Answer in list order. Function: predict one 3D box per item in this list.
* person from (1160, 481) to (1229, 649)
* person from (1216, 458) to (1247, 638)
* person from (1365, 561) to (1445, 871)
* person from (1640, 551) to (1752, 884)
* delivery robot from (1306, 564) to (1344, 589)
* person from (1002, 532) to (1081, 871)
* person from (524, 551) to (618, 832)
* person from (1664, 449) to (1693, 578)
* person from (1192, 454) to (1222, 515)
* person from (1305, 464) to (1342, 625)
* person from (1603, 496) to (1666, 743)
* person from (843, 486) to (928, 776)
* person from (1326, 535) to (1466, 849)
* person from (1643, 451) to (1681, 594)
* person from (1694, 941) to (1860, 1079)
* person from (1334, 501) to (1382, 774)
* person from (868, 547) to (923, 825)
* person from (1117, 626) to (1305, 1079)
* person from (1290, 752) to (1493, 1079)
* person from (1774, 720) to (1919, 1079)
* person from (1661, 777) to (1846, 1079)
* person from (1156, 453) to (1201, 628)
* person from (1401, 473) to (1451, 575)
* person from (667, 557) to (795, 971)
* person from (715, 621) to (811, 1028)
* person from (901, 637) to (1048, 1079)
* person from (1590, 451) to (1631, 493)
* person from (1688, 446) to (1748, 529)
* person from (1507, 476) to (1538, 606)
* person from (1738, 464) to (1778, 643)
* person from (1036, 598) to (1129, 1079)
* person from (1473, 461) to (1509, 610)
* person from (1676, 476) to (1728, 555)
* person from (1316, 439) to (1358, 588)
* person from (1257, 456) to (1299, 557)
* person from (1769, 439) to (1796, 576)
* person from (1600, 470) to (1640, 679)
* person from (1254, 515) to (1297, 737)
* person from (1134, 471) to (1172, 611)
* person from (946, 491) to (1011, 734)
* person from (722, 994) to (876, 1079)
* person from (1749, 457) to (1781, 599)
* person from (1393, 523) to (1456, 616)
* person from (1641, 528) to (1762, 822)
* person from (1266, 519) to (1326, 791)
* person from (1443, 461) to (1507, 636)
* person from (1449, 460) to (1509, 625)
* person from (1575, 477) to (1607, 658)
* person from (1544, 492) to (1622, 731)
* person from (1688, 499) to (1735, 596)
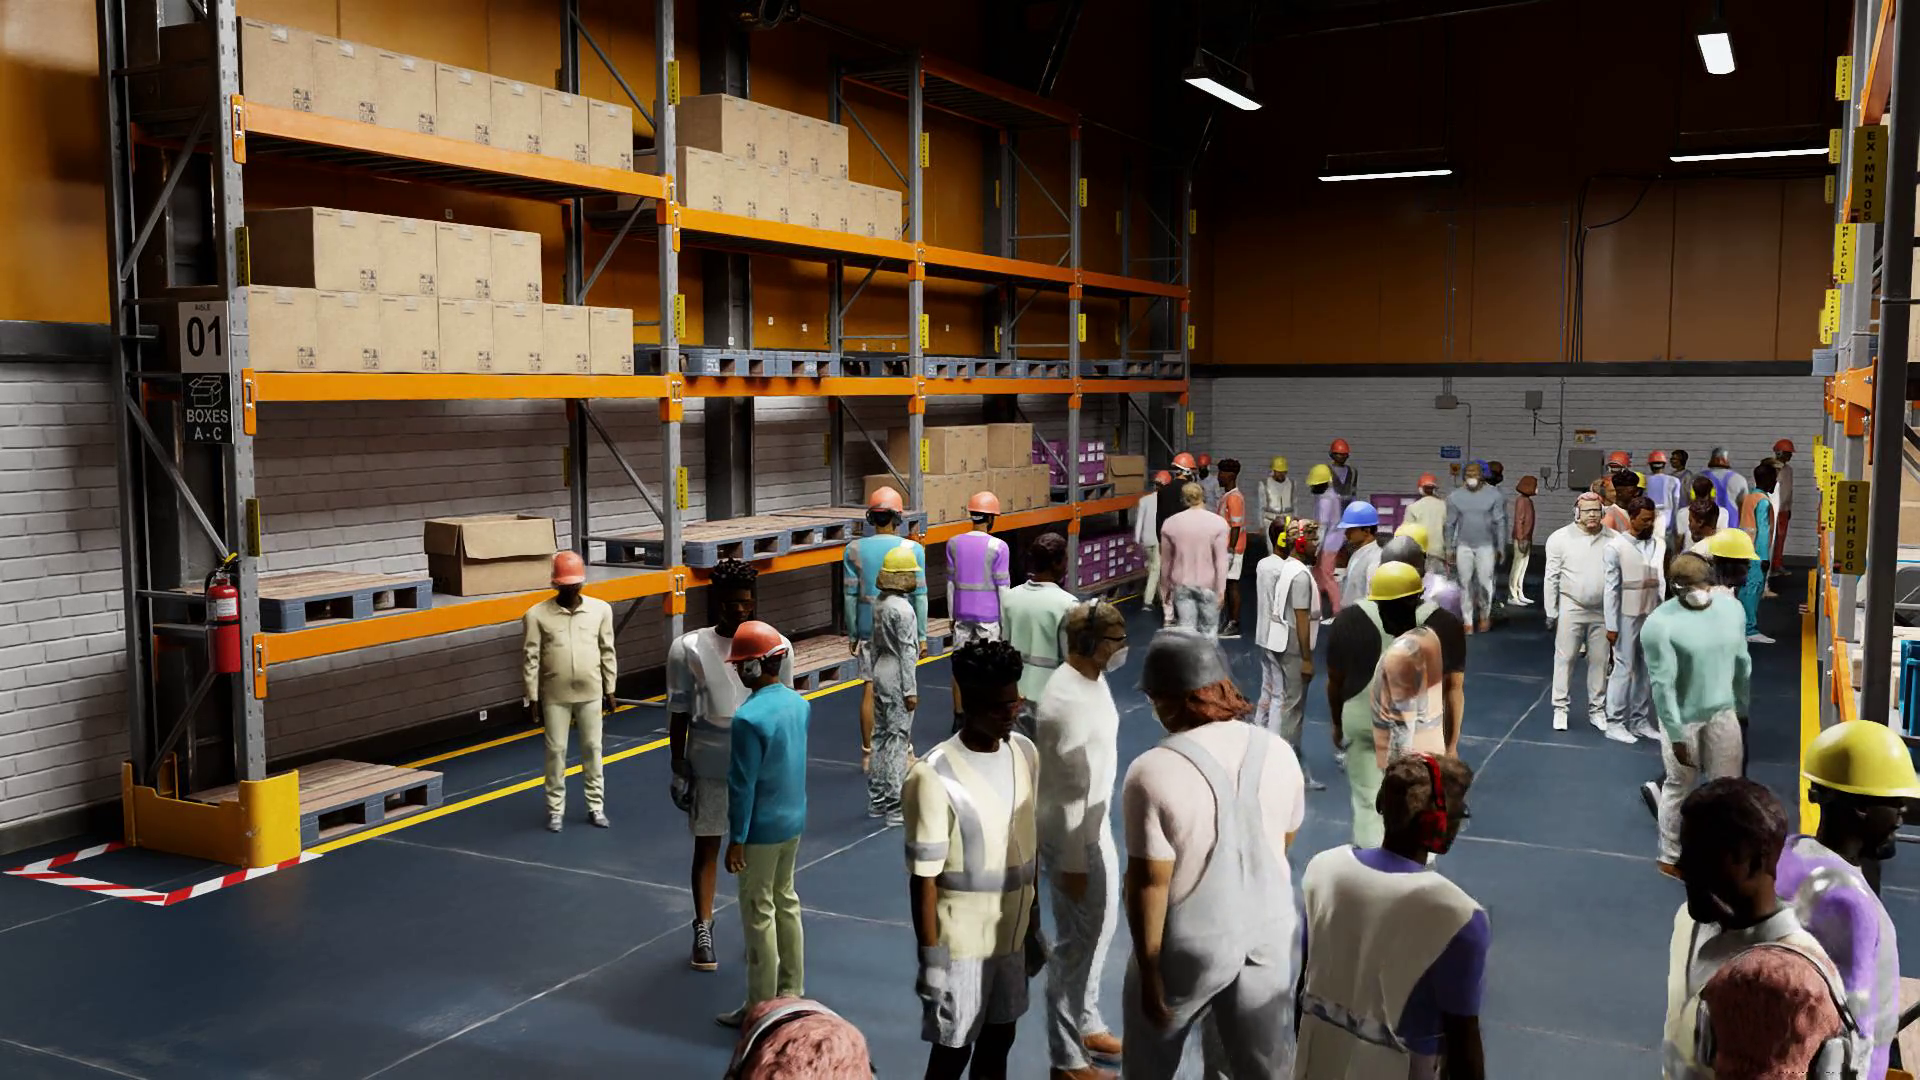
[{"bbox_3d":[2.059,0.439,14.703,0.646,1.897,0.599,2,6,19],"label":"person"},{"bbox_3d":[2.932,0.089,18.118,0.367,1.966,0.607,0,5,4],"label":"person"},{"bbox_3d":[2.097,1.060,7.912,0.383,1.921,0.585,3,6,28],"label":"person"},{"bbox_3d":[3.968,0.992,8.877,0.705,1.879,0.793,0,5,-5],"label":"person"},{"bbox_3d":[4.515,0.468,21.051,0.707,0.478,0.477,-3,6,-30],"label":"delivery robot"},{"bbox_3d":[0.466,0.915,9.487,0.386,1.918,0.590,-5,7,-41],"label":"person"},{"bbox_3d":[-2.397,0.929,10.278,0.574,1.741,0.355,-2,6,-24],"label":"person"},{"bbox_3d":[10.216,-0.367,23.670,0.345,1.846,0.506,-1,5,-11],"label":"person"},{"bbox_3d":[3.565,-0.394,24.457,0.572,1.747,0.346,3,6,32],"label":"person"},{"bbox_3d":[4.112,0.062,18.913,0.652,1.863,0.675,1,5,8],"label":"person"},{"bbox_3d":[5.201,0.608,12.858,0.604,1.904,0.386,-3,6,-27],"label":"person"},{"bbox_3d":[-0.517,0.643,11.742,0.608,2.045,0.369,1,5,12],"label":"person"},{"bbox_3d":[2.253,0.932,8.645,0.686,2.000,1.031,1,5,15],"label":"person"},{"bbox_3d":[9.121,-0.210,21.715,0.568,1.891,0.907,2,6,24],"label":"person"},{"bbox_3d":[1.196,1.578,2.609,0.486,1.880,0.653,-4,7,-38],"label":"person"},{"bbox_3d":[2.869,0.689,11.824,0.420,1.939,0.607,0,5,2],"label":"person"},{"bbox_3d":[-0.392,0.909,10.475,0.323,1.742,0.492,-3,6,-27],"label":"person"},{"bbox_3d":[0.762,1.232,5.420,0.703,2.000,1.029,-2,6,-23],"label":"person"},{"bbox_3d":[1.075,1.450,4.271,0.428,1.825,0.594,-4,6,-34],"label":"person"},{"bbox_3d":[2.214,1.405,4.236,0.391,1.918,0.591,1,6,15],"label":"person"},{"bbox_3d":[1.825,1.462,3.758,0.863,1.893,0.597,0,5,3],"label":"person"},{"bbox_3d":[2.508,0.013,18.815,0.611,1.990,0.392,4,7,39],"label":"person"},{"bbox_3d":[5.358,0.095,19.217,0.571,1.735,0.424,-2,6,-17],"label":"person"},{"bbox_3d":[-1.069,1.052,7.839,0.611,1.958,0.368,-1,5,-14],"label":"person"},{"bbox_3d":[-0.858,1.217,7.204,0.354,1.737,0.573,2,6,20],"label":"person"},{"bbox_3d":[0.065,1.276,5.427,0.376,1.958,0.608,4,7,40],"label":"person"},{"bbox_3d":[7.680,-0.048,19.506,0.616,1.986,0.407,5,7,43],"label":"person"},{"bbox_3d":[9.729,-0.251,21.382,0.689,2.000,1.003,2,6,17],"label":"person"},{"bbox_3d":[7.054,0.008,20.802,0.290,1.629,0.499,4,6,34],"label":"person"},{"bbox_3d":[8.537,0.138,17.846,0.370,1.916,0.597,1,5,10],"label":"person"},{"bbox_3d":[0.477,1.184,6.533,0.412,1.930,0.671,1,5,9],"label":"person"},{"bbox_3d":[6.487,-0.052,20.373,0.430,1.836,0.619,3,6,33],"label":"person"},{"bbox_3d":[7.512,0.272,16.848,0.537,1.840,0.602,3,6,28],"label":"person"},{"bbox_3d":[5.051,-0.332,22.227,0.605,2.045,0.379,-2,6,-17],"label":"person"},{"bbox_3d":[4.313,-0.233,22.497,0.601,1.805,0.449,0,5,-1],"label":"person"},{"bbox_3d":[11.807,-0.463,23.974,0.618,1.986,0.407,-3,6,-29],"label":"person"},{"bbox_3d":[6.201,0.318,15.645,0.362,1.963,0.614,5,7,44],"label":"person"},{"bbox_3d":[2.212,0.755,11.500,0.327,1.865,0.521,-1,5,-11],"label":"person"},{"bbox_3d":[2.451,0.004,20.462,0.573,1.694,0.915,4,6,34],"label":"person"},{"bbox_3d":[0.158,0.580,13.070,0.549,1.925,0.384,3,6,27],"label":"person"},{"bbox_3d":[-0.226,1.592,2.357,0.651,1.897,0.395,-4,7,-36],"label":"person"},{"bbox_3d":[10.341,-0.150,21.397,0.524,1.836,0.362,-3,6,-28],"label":"person"},{"bbox_3d":[2.942,0.815,10.791,0.956,1.888,0.609,-5,7,-43],"label":"person"},{"bbox_3d":[4.539,0.873,9.987,0.725,1.908,0.615,2,6,16],"label":"person"},{"bbox_3d":[2.275,0.773,11.385,0.396,1.847,0.564,0,5,-3],"label":"person"},{"bbox_3d":[5.630,0.098,18.195,0.674,1.930,0.423,2,6,24],"label":"person"},{"bbox_3d":[5.942,0.027,19.168,0.647,1.887,1.021,-1,6,-16],"label":"person"},{"bbox_3d":[6.337,0.292,16.585,0.375,1.841,0.567,-2,6,-20],"label":"person"},{"bbox_3d":[4.984,0.572,13.237,0.651,1.907,0.409,0,5,3],"label":"person"},{"bbox_3d":[5.583,0.649,12.423,0.600,1.908,0.396,-5,7,-45],"label":"person"}]
